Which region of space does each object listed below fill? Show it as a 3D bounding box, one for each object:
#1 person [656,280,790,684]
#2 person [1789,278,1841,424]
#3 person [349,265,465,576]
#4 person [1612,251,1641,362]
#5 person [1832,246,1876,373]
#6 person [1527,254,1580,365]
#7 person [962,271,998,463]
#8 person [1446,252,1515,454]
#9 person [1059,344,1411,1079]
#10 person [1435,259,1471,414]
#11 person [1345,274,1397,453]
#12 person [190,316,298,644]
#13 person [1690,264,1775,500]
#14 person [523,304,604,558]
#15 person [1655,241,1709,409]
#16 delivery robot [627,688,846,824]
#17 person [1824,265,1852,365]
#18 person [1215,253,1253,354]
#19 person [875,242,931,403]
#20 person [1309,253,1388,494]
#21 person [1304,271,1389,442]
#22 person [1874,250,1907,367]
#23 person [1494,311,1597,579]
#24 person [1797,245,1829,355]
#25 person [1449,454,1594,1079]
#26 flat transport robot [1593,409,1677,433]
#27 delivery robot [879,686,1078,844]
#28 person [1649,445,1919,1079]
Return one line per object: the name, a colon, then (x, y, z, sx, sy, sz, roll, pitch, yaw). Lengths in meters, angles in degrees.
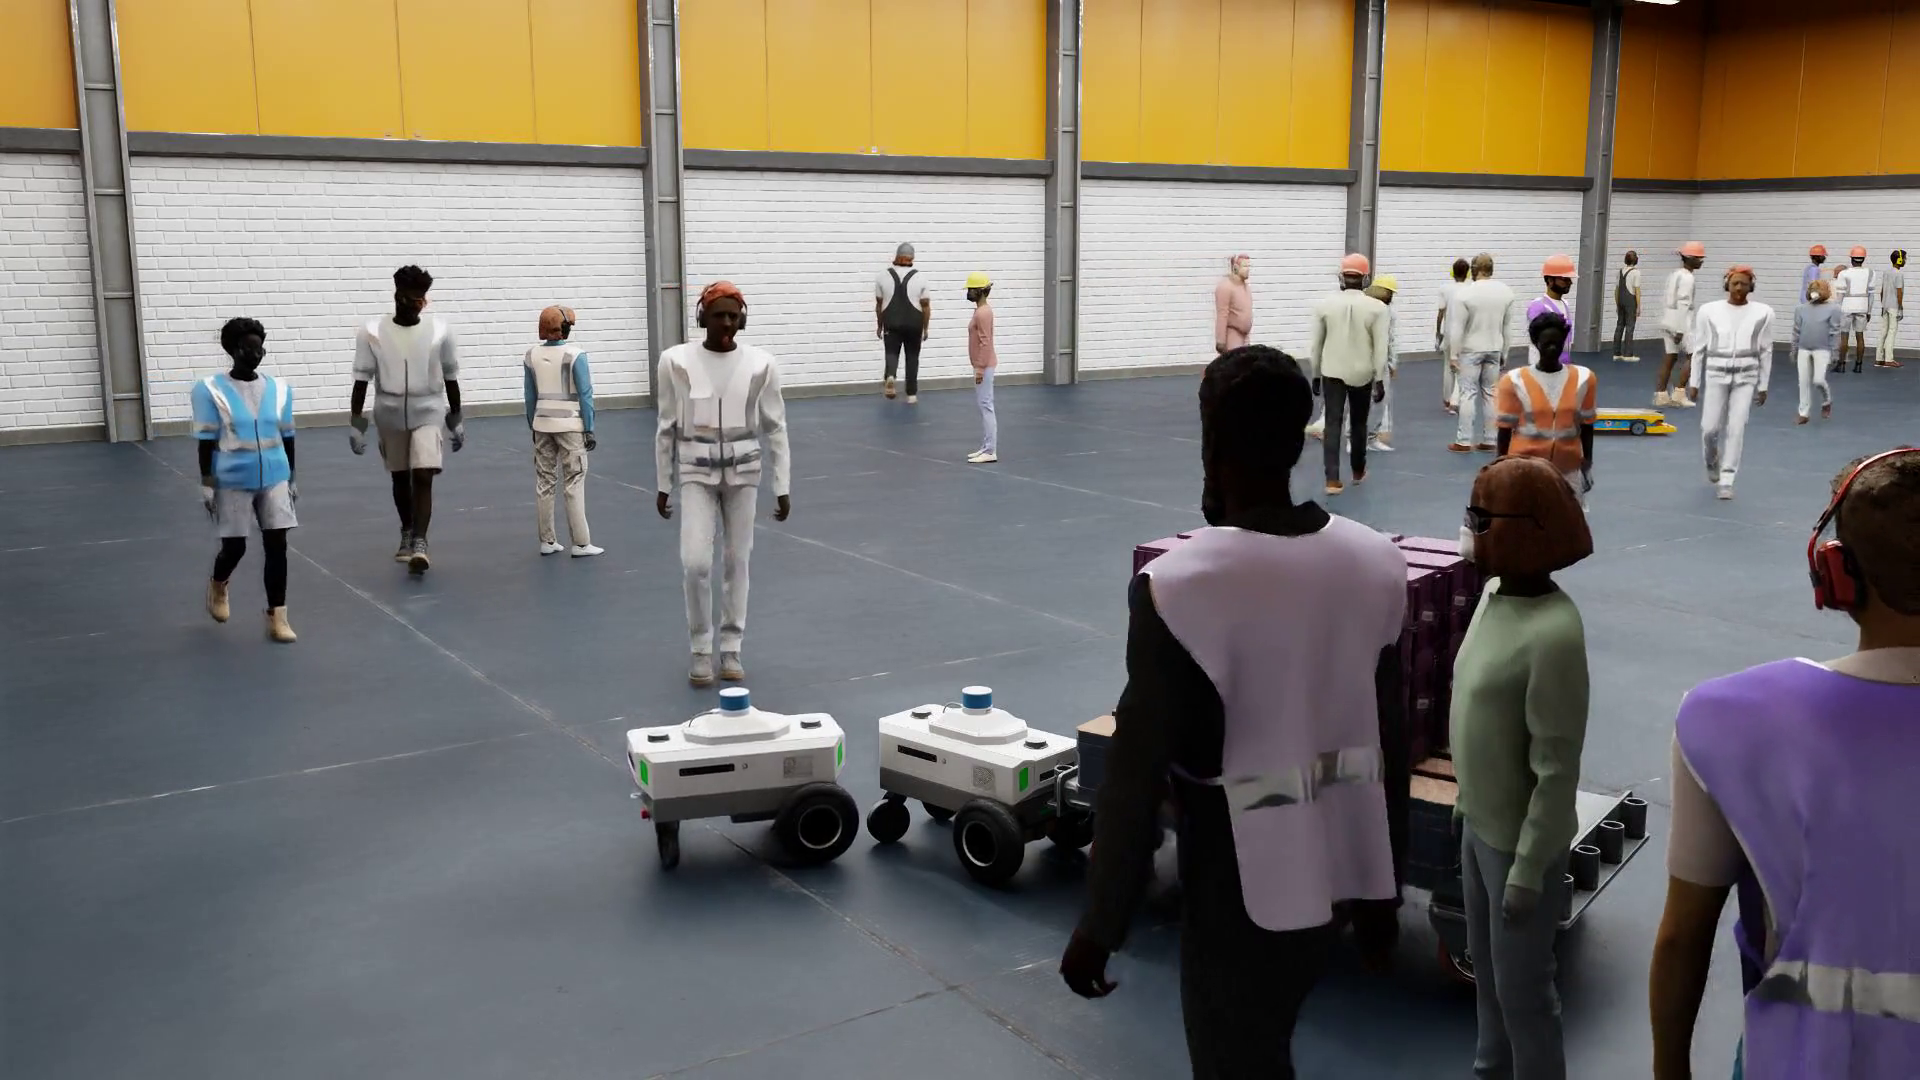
person: (-1.085, -0.252, 7.693, 0.616, 1.874, 0.547, -2, 11, -13)
person: (9.509, -2.093, 18.493, 0.410, 1.625, 0.498, -8, 13, -38)
person: (-3.440, -0.744, 10.327, 0.644, 1.888, 1.050, -2, 11, -10)
person: (11.177, -3.905, 27.809, 0.334, 1.846, 0.513, -4, 11, -23)
person: (13.679, -3.524, 25.472, 0.545, 1.938, 0.356, 2, 10, 8)
person: (4.806, -1.342, 13.509, 0.364, 1.935, 0.553, 9, 14, 42)
person: (0.184, -1.595, 15.371, 0.329, 1.767, 0.529, 0, 10, 2)
person: (4.981, -1.782, 15.956, 0.631, 1.932, 0.367, -2, 11, -13)
person: (0.515, 0.618, 2.883, 0.609, 1.894, 0.460, -9, 14, -41)
person: (5.918, -2.415, 19.733, 0.534, 1.811, 1.008, 3, 11, 15)
person: (3.939, -1.687, 16.000, 0.570, 1.727, 0.351, -4, 11, -21)
person: (-3.680, -0.313, 8.558, 0.540, 1.682, 0.538, 10, 14, 44)
person: (6.178, -1.276, 13.340, 0.592, 1.869, 0.642, 4, 11, 21)
person: (-2.592, -0.700, 10.805, 0.514, 1.642, 0.311, 4, 11, 23)
person: (8.748, -2.583, 20.089, 0.588, 2.020, 0.624, 1, 10, 7)
delivery robot: (-0.758, 0.744, 5.615, 0.707, 0.478, 0.477, -3, 11, -17)
person: (14.369, -3.675, 27.166, 0.678, 1.618, 0.518, -9, 14, -40)
person: (3.124, -2.297, 18.861, 0.445, 1.889, 0.667, 7, 13, 34)
person: (-0.699, -2.726, 20.817, 0.698, 2.000, 0.618, 1, 10, 6)
person: (3.195, -1.372, 13.681, 0.637, 1.940, 1.014, 4, 11, 21)
person: (3.932, -1.862, 16.761, 0.960, 1.782, 0.651, -1, 10, -7)
person: (14.944, -3.701, 26.631, 0.322, 1.871, 0.531, -1, 10, -3)
person: (3.146, -0.396, 9.011, 0.545, 1.682, 0.418, 1, 10, 4)
person: (14.853, -4.146, 28.933, 0.388, 1.931, 0.572, 4, 11, 20)
person: (1.152, 0.630, 3.531, 0.279, 1.634, 0.497, 0, 10, 2)
flat transport robot: (6.817, -1.281, 17.749, 1.431, 0.197, 0.652, 1, 10, 6)
delivery robot: (0.056, 0.739, 5.638, 0.707, 0.478, 0.477, 9, 14, 41)
person: (1.248, 0.775, 2.280, 0.577, 1.793, 0.920, 4, 11, 21)
